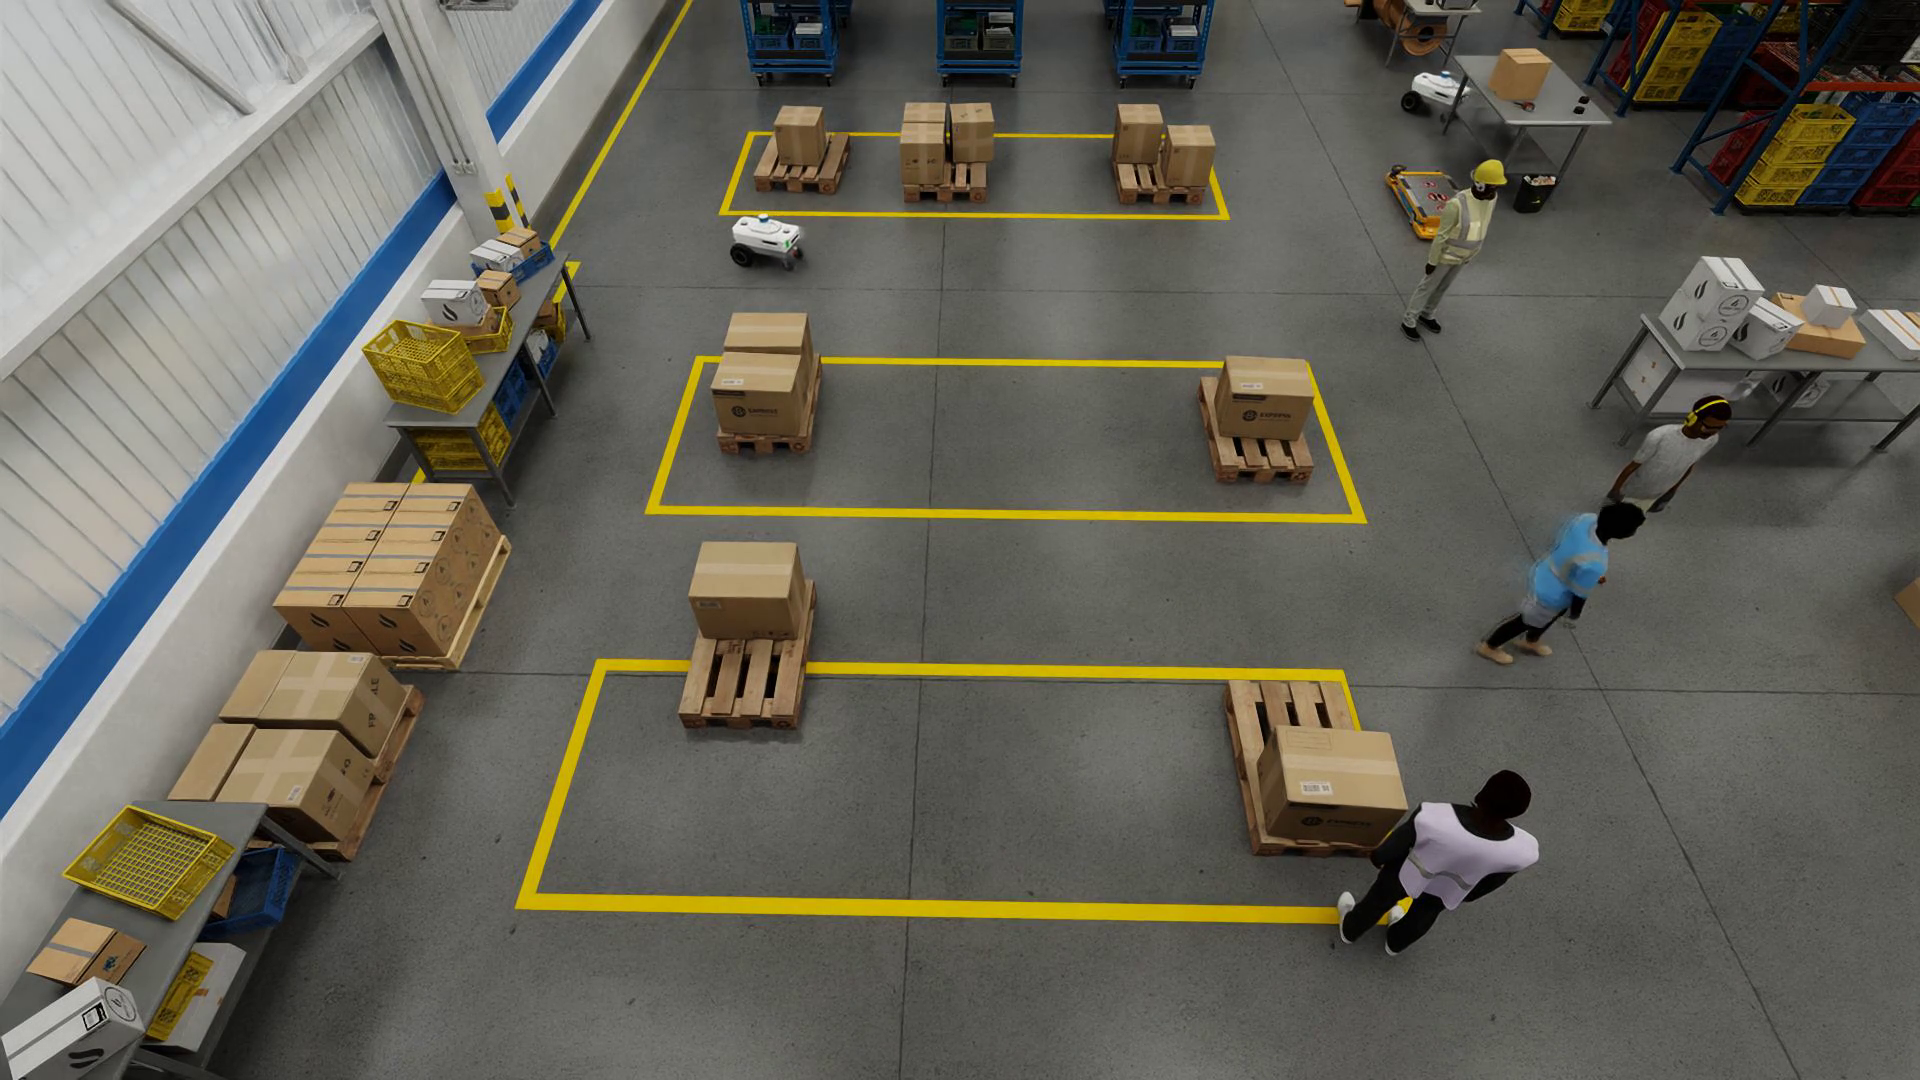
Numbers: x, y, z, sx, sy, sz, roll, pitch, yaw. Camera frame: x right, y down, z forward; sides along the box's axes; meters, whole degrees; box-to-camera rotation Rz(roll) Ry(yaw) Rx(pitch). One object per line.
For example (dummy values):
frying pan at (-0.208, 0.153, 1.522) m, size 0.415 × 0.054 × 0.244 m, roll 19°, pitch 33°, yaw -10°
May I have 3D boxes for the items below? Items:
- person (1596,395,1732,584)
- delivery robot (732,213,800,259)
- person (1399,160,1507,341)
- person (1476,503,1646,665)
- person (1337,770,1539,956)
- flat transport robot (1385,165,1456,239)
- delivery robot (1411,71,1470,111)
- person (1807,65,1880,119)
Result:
person at (5.018, -0.334, 6.768) m, size 0.502 × 1.856 × 0.328 m, roll 1°, pitch 49°, yaw 1°
delivery robot at (-2.150, -3.390, 10.203) m, size 0.707 × 0.478 × 0.477 m, roll 14°, pitch 51°, yaw 12°
person at (4.801, -2.796, 8.908) m, size 0.601 × 1.832 × 0.404 m, roll -22°, pitch 53°, yaw -18°
person at (4.194, 0.362, 6.276) m, size 0.646 × 1.675 × 0.549 m, roll 17°, pitch 51°, yaw 14°
person at (2.523, 1.780, 4.901) m, size 0.585 × 1.911 × 0.392 m, roll 14°, pitch 51°, yaw 12°
flat transport robot at (5.692, -4.094, 11.059) m, size 0.652 × 0.197 × 1.431 m, roll 1°, pitch 49°, yaw 1°
delivery robot at (6.608, -6.198, 12.634) m, size 0.477 × 0.478 × 0.707 m, roll -33°, pitch 57°, yaw -25°
person at (11.902, -6.401, 11.998) m, size 0.356 × 1.883 × 0.572 m, roll -19°, pitch 52°, yaw -16°
